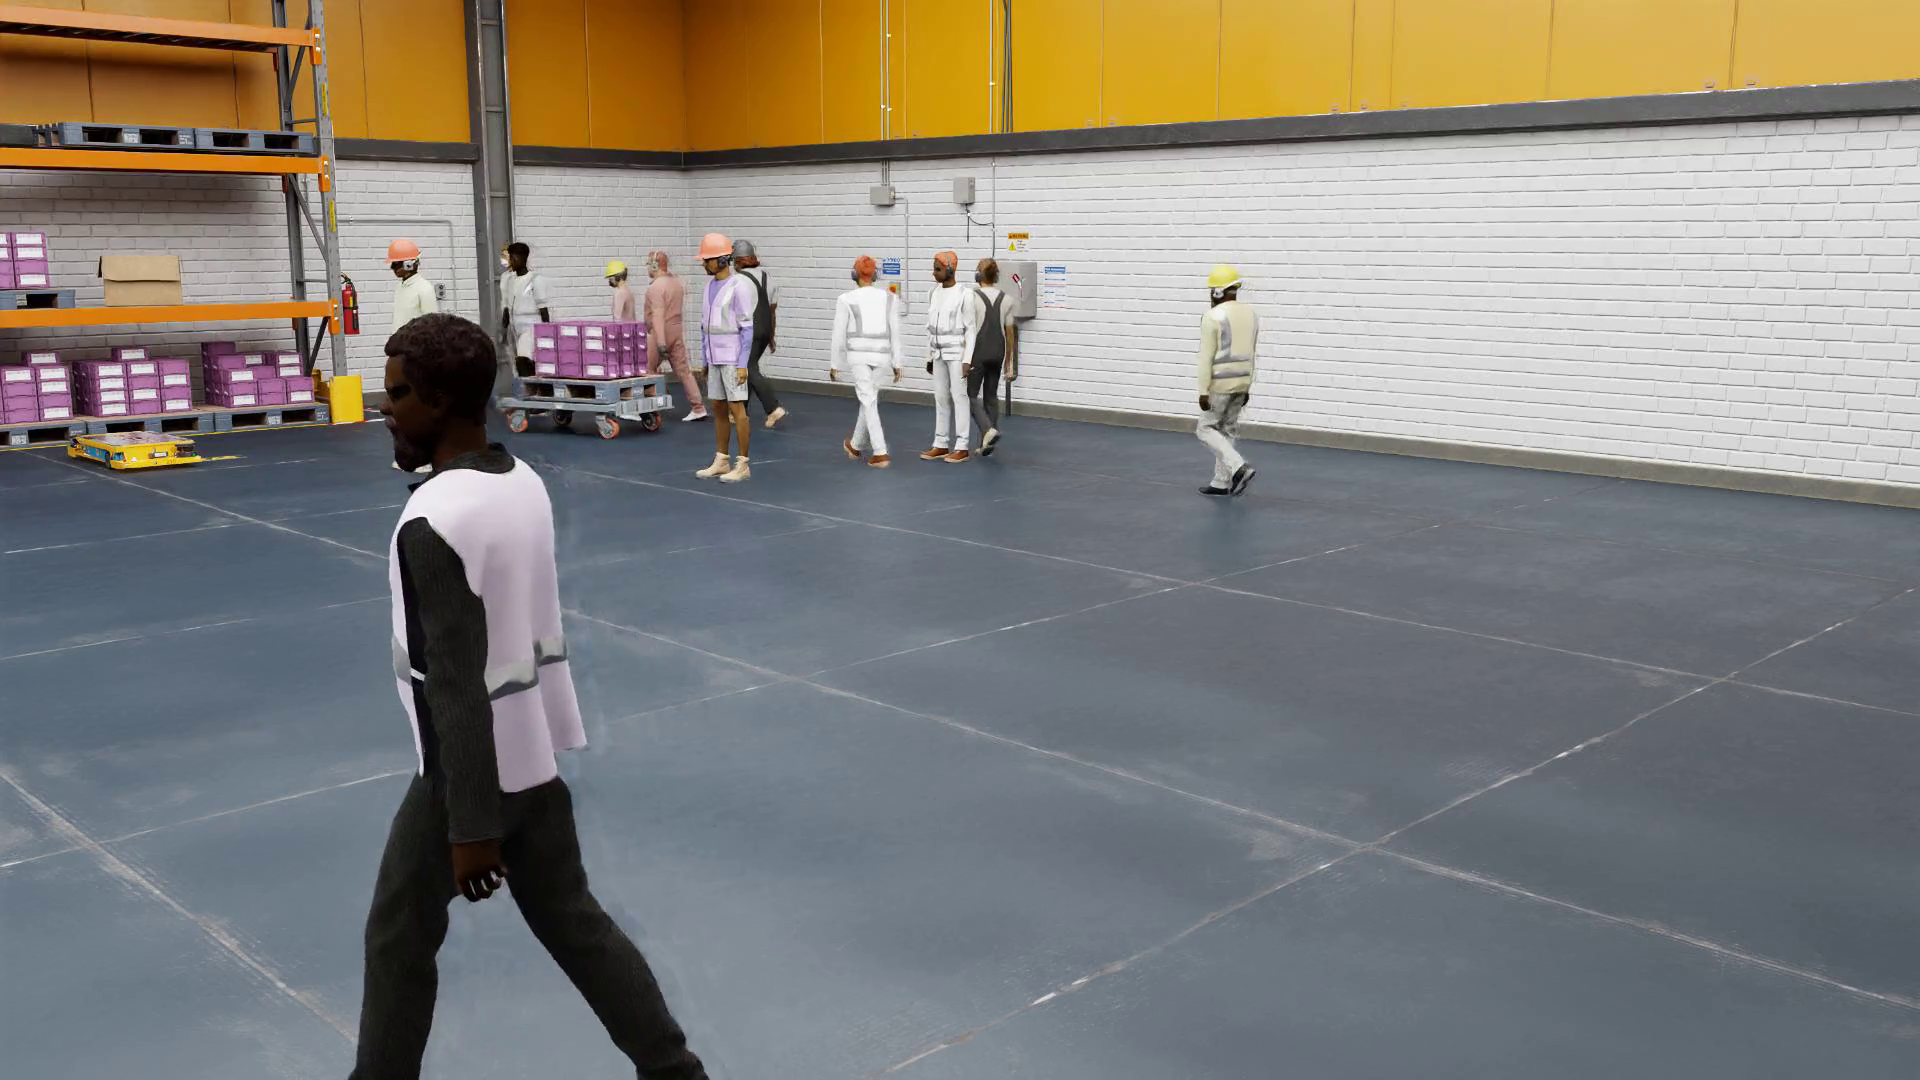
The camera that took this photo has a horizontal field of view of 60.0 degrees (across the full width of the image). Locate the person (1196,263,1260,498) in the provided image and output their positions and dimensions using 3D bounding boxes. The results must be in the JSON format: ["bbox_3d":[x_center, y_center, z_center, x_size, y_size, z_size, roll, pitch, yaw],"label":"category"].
[{"bbox_3d":[2.049,-1.188,12.657,0.593,1.816,0.551,-9,13,-39],"label":"person"}]

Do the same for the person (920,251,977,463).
[{"bbox_3d":[-0.096,-1.635,14.885,0.358,1.885,0.574,-10,14,-42],"label":"person"}]

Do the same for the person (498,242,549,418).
[{"bbox_3d":[-4.872,-2.296,18.308,0.635,1.938,0.758,9,13,39],"label":"person"}]

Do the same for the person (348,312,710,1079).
[{"bbox_3d":[-0.979,0.460,3.512,0.985,1.875,0.605,1,10,5],"label":"person"}]

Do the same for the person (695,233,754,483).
[{"bbox_3d":[-1.944,-1.481,13.635,0.403,2.035,0.609,-10,14,-42],"label":"person"}]

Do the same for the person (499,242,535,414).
[{"bbox_3d":[-4.963,-2.364,18.711,0.376,1.940,0.629,-10,14,-42],"label":"person"}]

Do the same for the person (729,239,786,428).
[{"bbox_3d":[-2.197,-2.214,17.620,0.980,2.000,0.683,6,12,31],"label":"person"}]

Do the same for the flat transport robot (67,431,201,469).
[{"bbox_3d":[-7.376,-0.816,14.822,0.652,0.197,1.431,-10,14,-44],"label":"flat transport robot"}]

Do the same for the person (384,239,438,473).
[{"bbox_3d":[-4.677,-1.571,14.257,0.401,1.986,0.612,-10,14,-42],"label":"person"}]

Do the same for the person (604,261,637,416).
[{"bbox_3d":[-3.674,-2.227,18.507,0.583,1.732,0.568,1,10,5],"label":"person"}]

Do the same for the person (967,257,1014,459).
[{"bbox_3d":[0.246,-1.618,14.950,0.531,1.827,0.538,-4,11,-23],"label":"person"}]

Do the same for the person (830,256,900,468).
[{"bbox_3d":[-0.851,-1.577,14.710,0.601,1.836,0.959,-6,12,-29],"label":"person"}]

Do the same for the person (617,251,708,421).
[{"bbox_3d":[-3.221,-2.198,18.062,1.012,1.856,0.641,4,11,18],"label":"person"}]
